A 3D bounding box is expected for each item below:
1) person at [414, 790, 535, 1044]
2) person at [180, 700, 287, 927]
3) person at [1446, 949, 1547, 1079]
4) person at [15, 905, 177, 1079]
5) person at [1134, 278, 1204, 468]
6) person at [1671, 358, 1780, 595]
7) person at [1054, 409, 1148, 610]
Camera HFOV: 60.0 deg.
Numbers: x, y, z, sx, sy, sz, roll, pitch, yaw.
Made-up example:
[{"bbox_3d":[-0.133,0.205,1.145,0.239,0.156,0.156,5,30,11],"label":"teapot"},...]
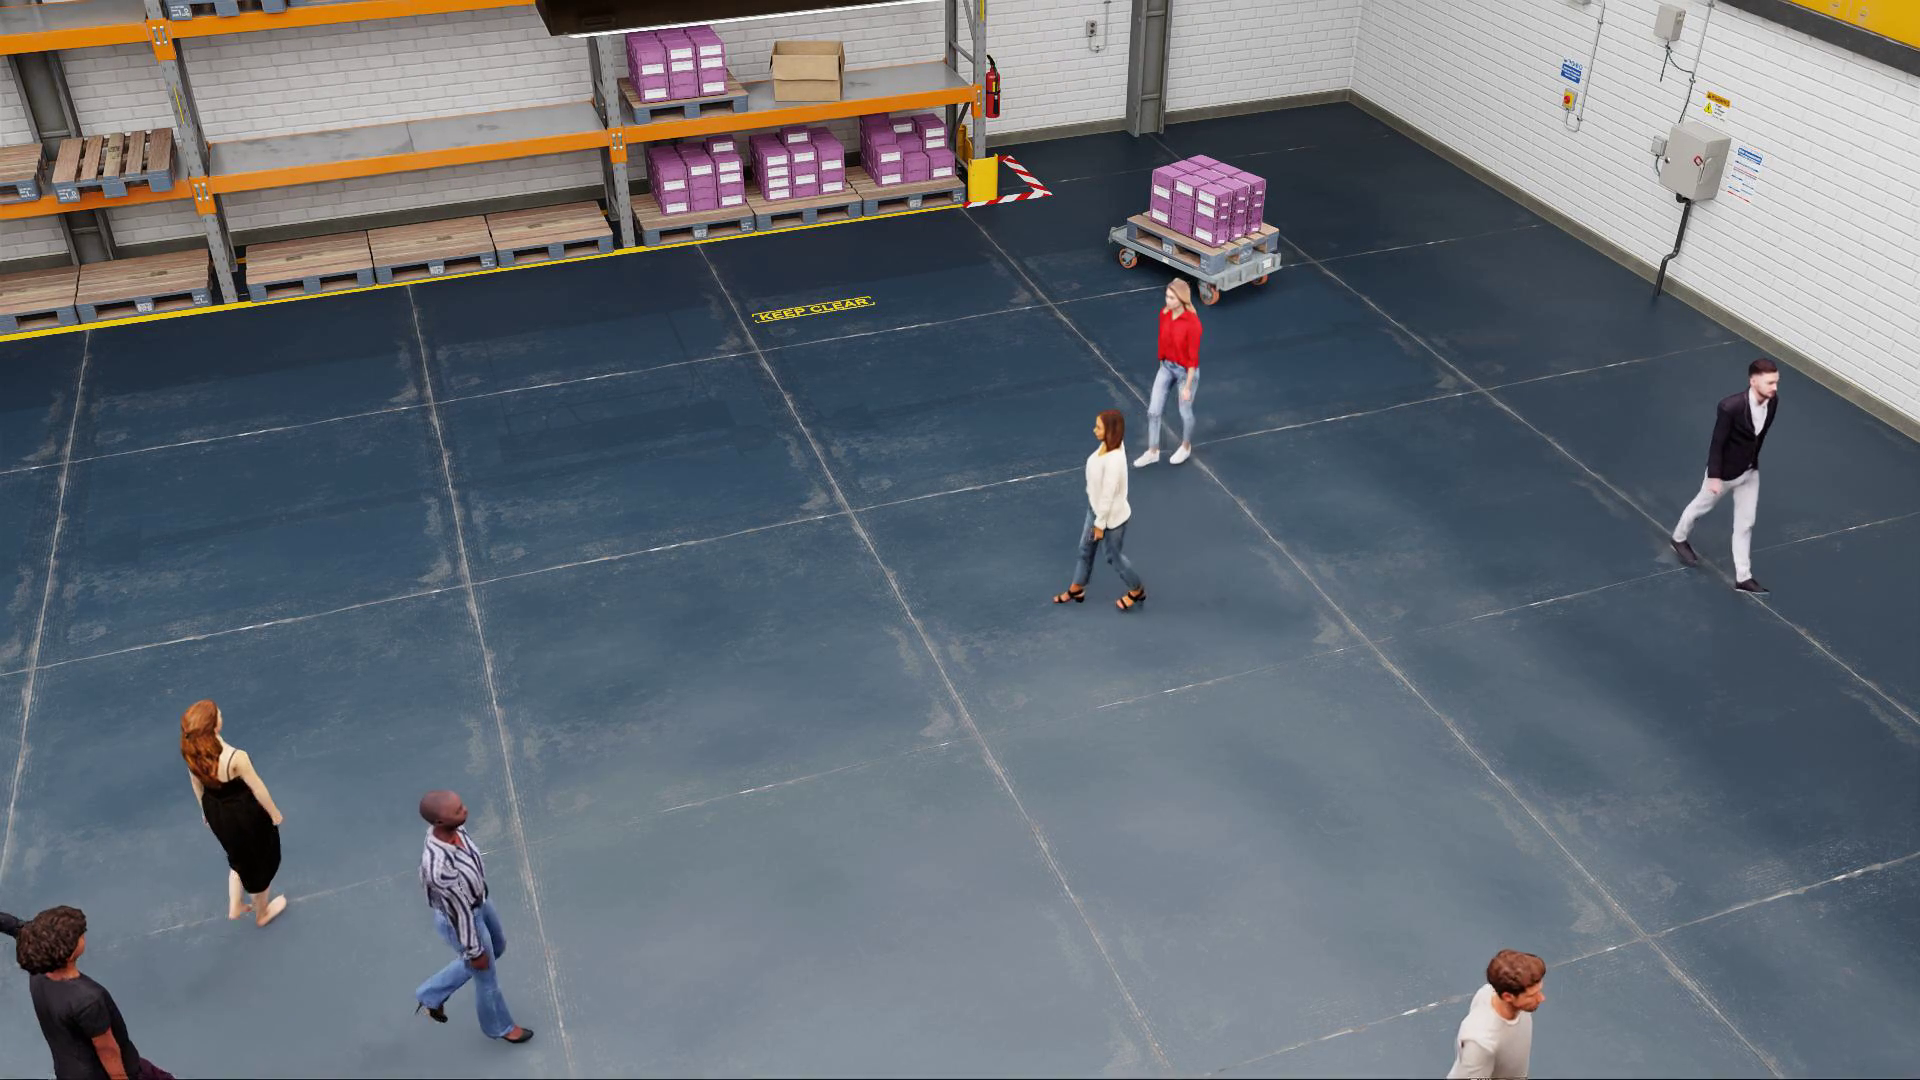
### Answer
[{"bbox_3d":[-2.601,1.974,8.483,0.854,1.780,0.712,-6,34,-9],"label":"person"},{"bbox_3d":[-4.071,1.587,9.217,0.726,1.612,0.786,11,35,15],"label":"person"},{"bbox_3d":[2.344,2.541,7.518,0.829,1.904,0.737,20,39,28],"label":"person"},{"bbox_3d":[-4.093,2.471,7.761,1.026,1.751,1.100,16,37,22],"label":"person"},{"bbox_3d":[1.846,-1.375,13.609,0.808,1.684,0.903,27,42,34],"label":"person"},{"bbox_3d":[5.612,-0.547,12.264,1.107,1.793,0.776,-10,35,-15],"label":"person"},{"bbox_3d":[1.122,-0.186,11.846,0.998,1.656,0.812,-1,34,-1],"label":"person"}]
